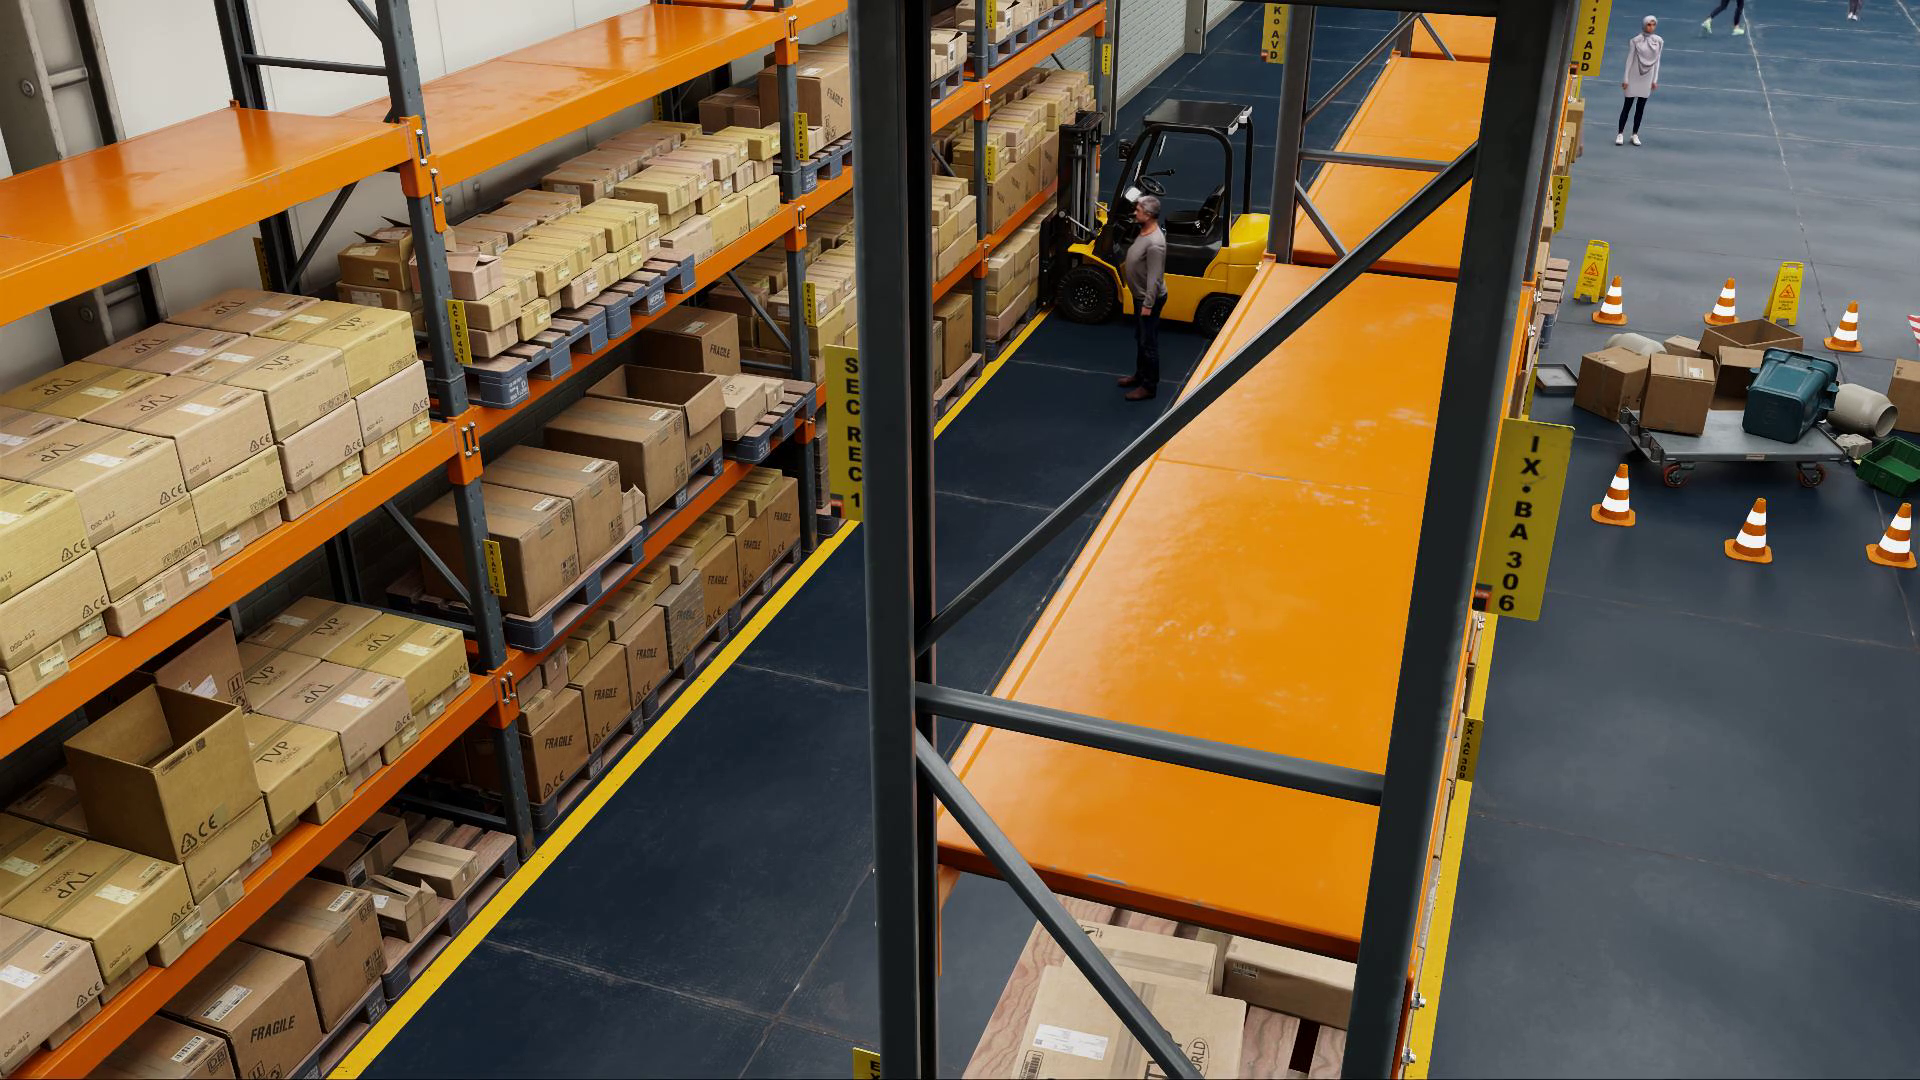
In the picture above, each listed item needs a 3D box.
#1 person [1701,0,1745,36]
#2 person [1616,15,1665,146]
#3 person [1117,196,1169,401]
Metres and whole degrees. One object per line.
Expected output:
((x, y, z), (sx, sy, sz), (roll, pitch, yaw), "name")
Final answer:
((13.943, -9.970, 30.112), (1.125, 1.671, 1.140), (-9, 29, -17), "person")
((9.588, -6.483, 23.451), (0.666, 1.776, 0.611), (3, 28, 6), "person")
((1.728, -2.247, 15.354), (0.878, 1.911, 0.736), (-3, 28, -5), "person")
